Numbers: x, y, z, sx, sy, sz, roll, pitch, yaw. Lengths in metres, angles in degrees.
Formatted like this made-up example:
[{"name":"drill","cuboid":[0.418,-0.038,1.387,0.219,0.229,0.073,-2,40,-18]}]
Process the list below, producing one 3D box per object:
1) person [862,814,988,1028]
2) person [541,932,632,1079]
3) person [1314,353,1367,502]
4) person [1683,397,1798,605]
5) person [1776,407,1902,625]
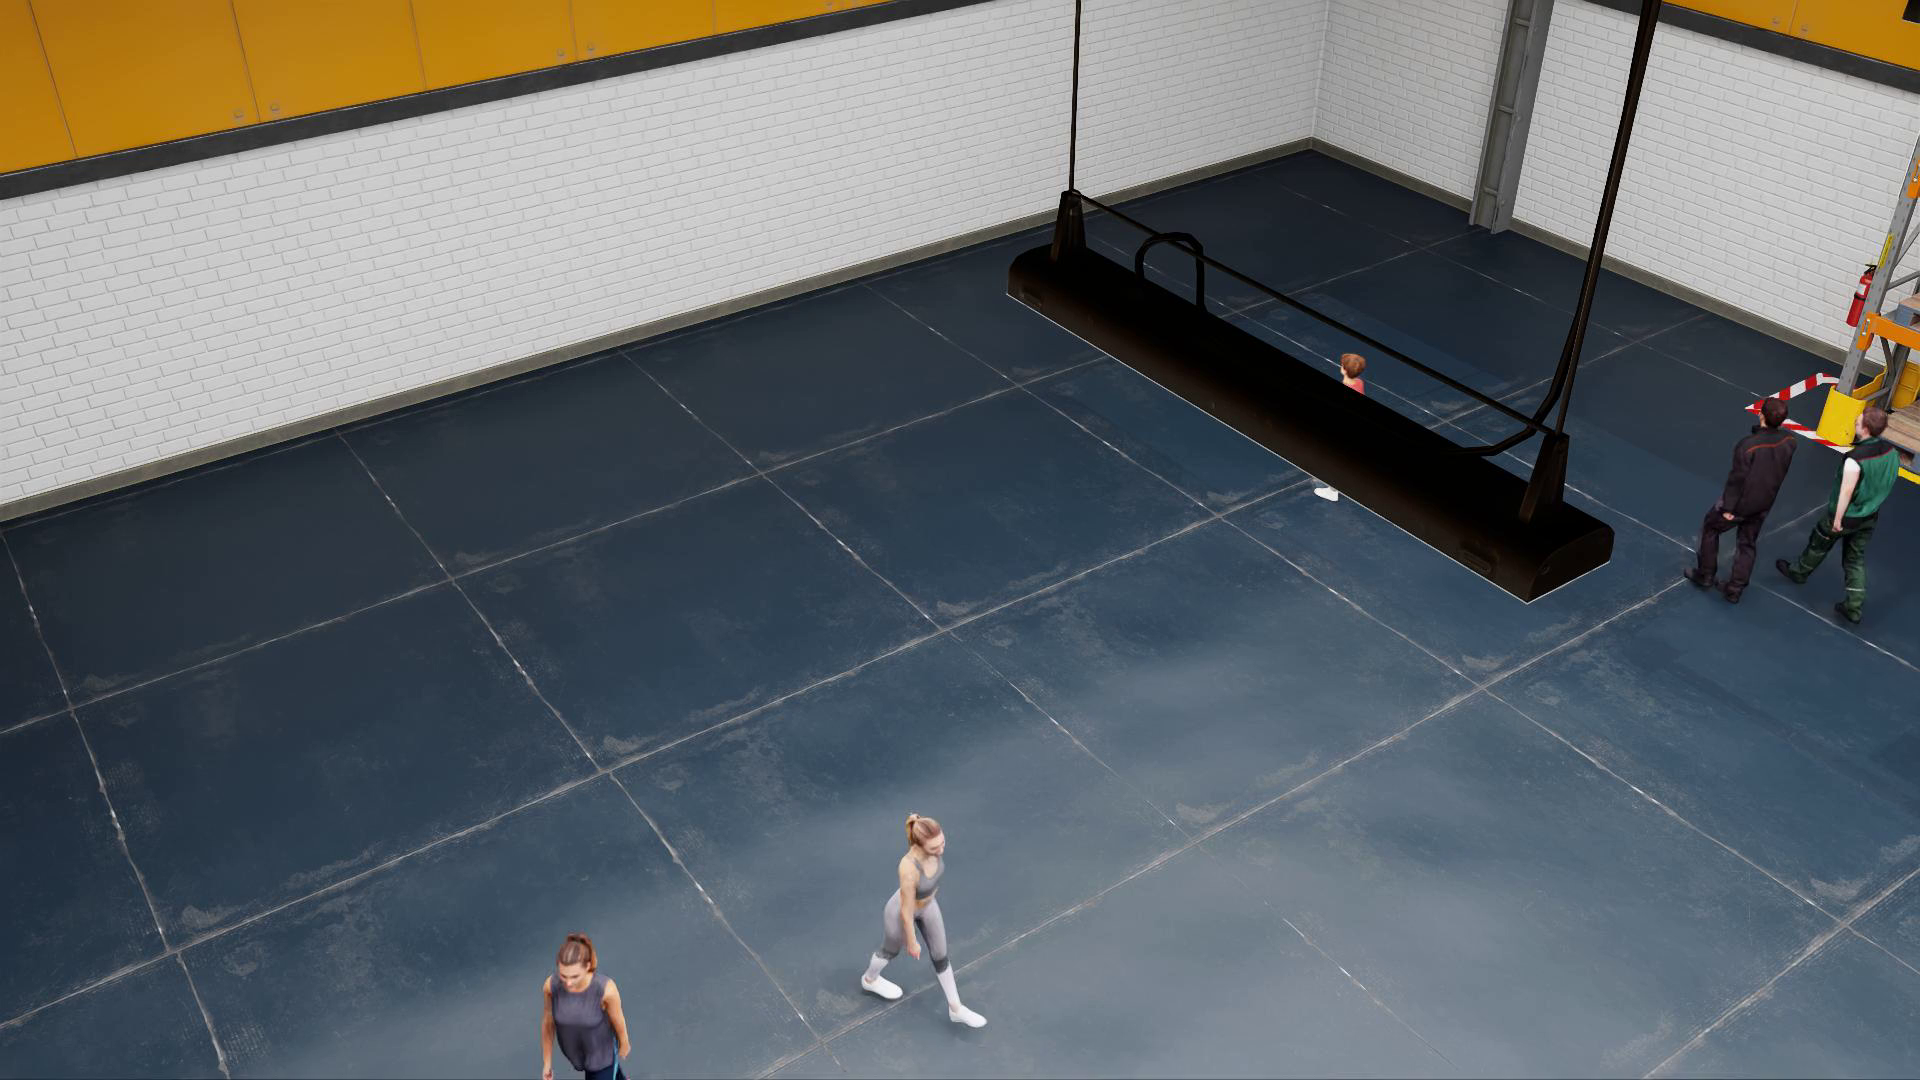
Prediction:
[{"name":"person","cuboid":[-0.353,2.185,9.827,1.164,1.637,0.877,18,37,24]},{"name":"person","cuboid":[-1.975,2.712,9.008,1.123,1.666,1.143,7,34,11]},{"name":"person","cuboid":[3.422,-1.017,14.843,0.543,1.416,0.497,-27,42,-34]},{"name":"person","cuboid":[6.379,-0.274,13.357,0.858,1.824,0.878,-5,34,-8]},{"name":"person","cuboid":[7.157,-0.162,13.223,0.908,1.786,1.226,-9,35,-13]}]
